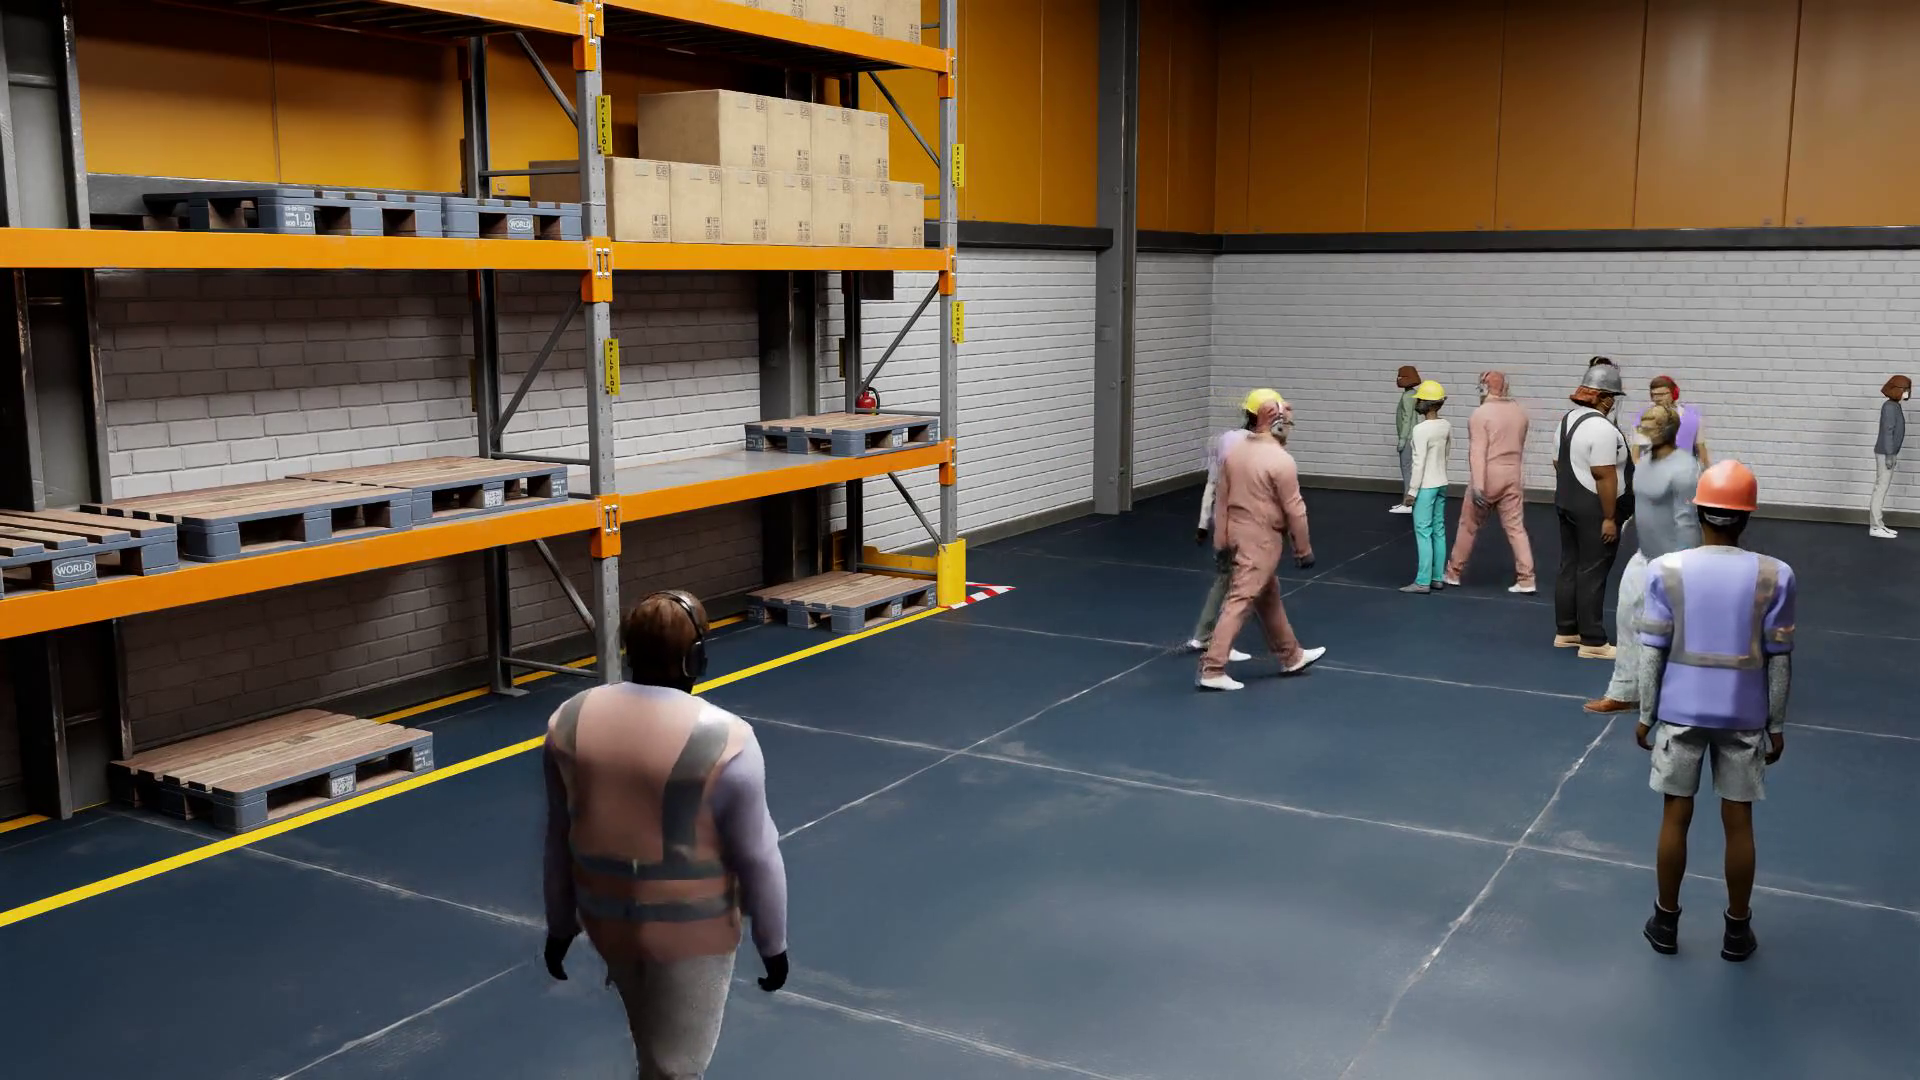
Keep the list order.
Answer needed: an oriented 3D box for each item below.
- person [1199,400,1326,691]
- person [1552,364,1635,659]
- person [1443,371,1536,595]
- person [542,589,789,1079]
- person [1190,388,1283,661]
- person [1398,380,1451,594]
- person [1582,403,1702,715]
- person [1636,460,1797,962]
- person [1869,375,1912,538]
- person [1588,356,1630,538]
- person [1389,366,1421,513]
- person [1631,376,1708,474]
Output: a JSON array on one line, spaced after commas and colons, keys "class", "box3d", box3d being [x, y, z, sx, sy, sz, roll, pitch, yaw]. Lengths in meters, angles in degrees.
[{"class": "person", "box3d": [1.962, 0.037, 10.592, 1.027, 1.847, 0.644, -3, 10, -19]}, {"class": "person", "box3d": [4.422, -0.213, 11.550, 0.538, 2.000, 0.681, -1, 9, -7]}, {"class": "person", "box3d": [4.432, -0.480, 13.853, 0.678, 1.843, 0.968, -5, 10, -29]}, {"class": "person", "box3d": [-0.730, 1.020, 4.538, 0.661, 1.816, 0.795, 4, 10, 24]}, {"class": "person", "box3d": [1.927, -0.097, 11.318, 0.510, 1.881, 0.614, -4, 10, -24]}, {"class": "person", "box3d": [3.867, -0.435, 13.781, 0.299, 1.772, 0.533, 9, 12, 43]}, {"class": "person", "box3d": [4.288, 0.130, 9.895, 0.979, 1.903, 0.638, -1, 9, -5]}, {"class": "person", "box3d": [2.908, 0.660, 6.437, 0.552, 1.939, 0.371, 4, 10, 22]}, {"class": "person", "box3d": [9.371, -0.845, 16.764, 0.282, 1.633, 0.498, 6, 11, 33]}, {"class": "person", "box3d": [6.255, -0.867, 16.240, 0.524, 1.848, 0.673, -6, 11, -33]}, {"class": "person", "box3d": [4.941, -1.113, 18.437, 0.279, 1.633, 0.501, 4, 10, 22]}, {"class": "person", "box3d": [5.948, -0.487, 14.022, 0.578, 1.786, 0.874, 7, 12, 39]}]
